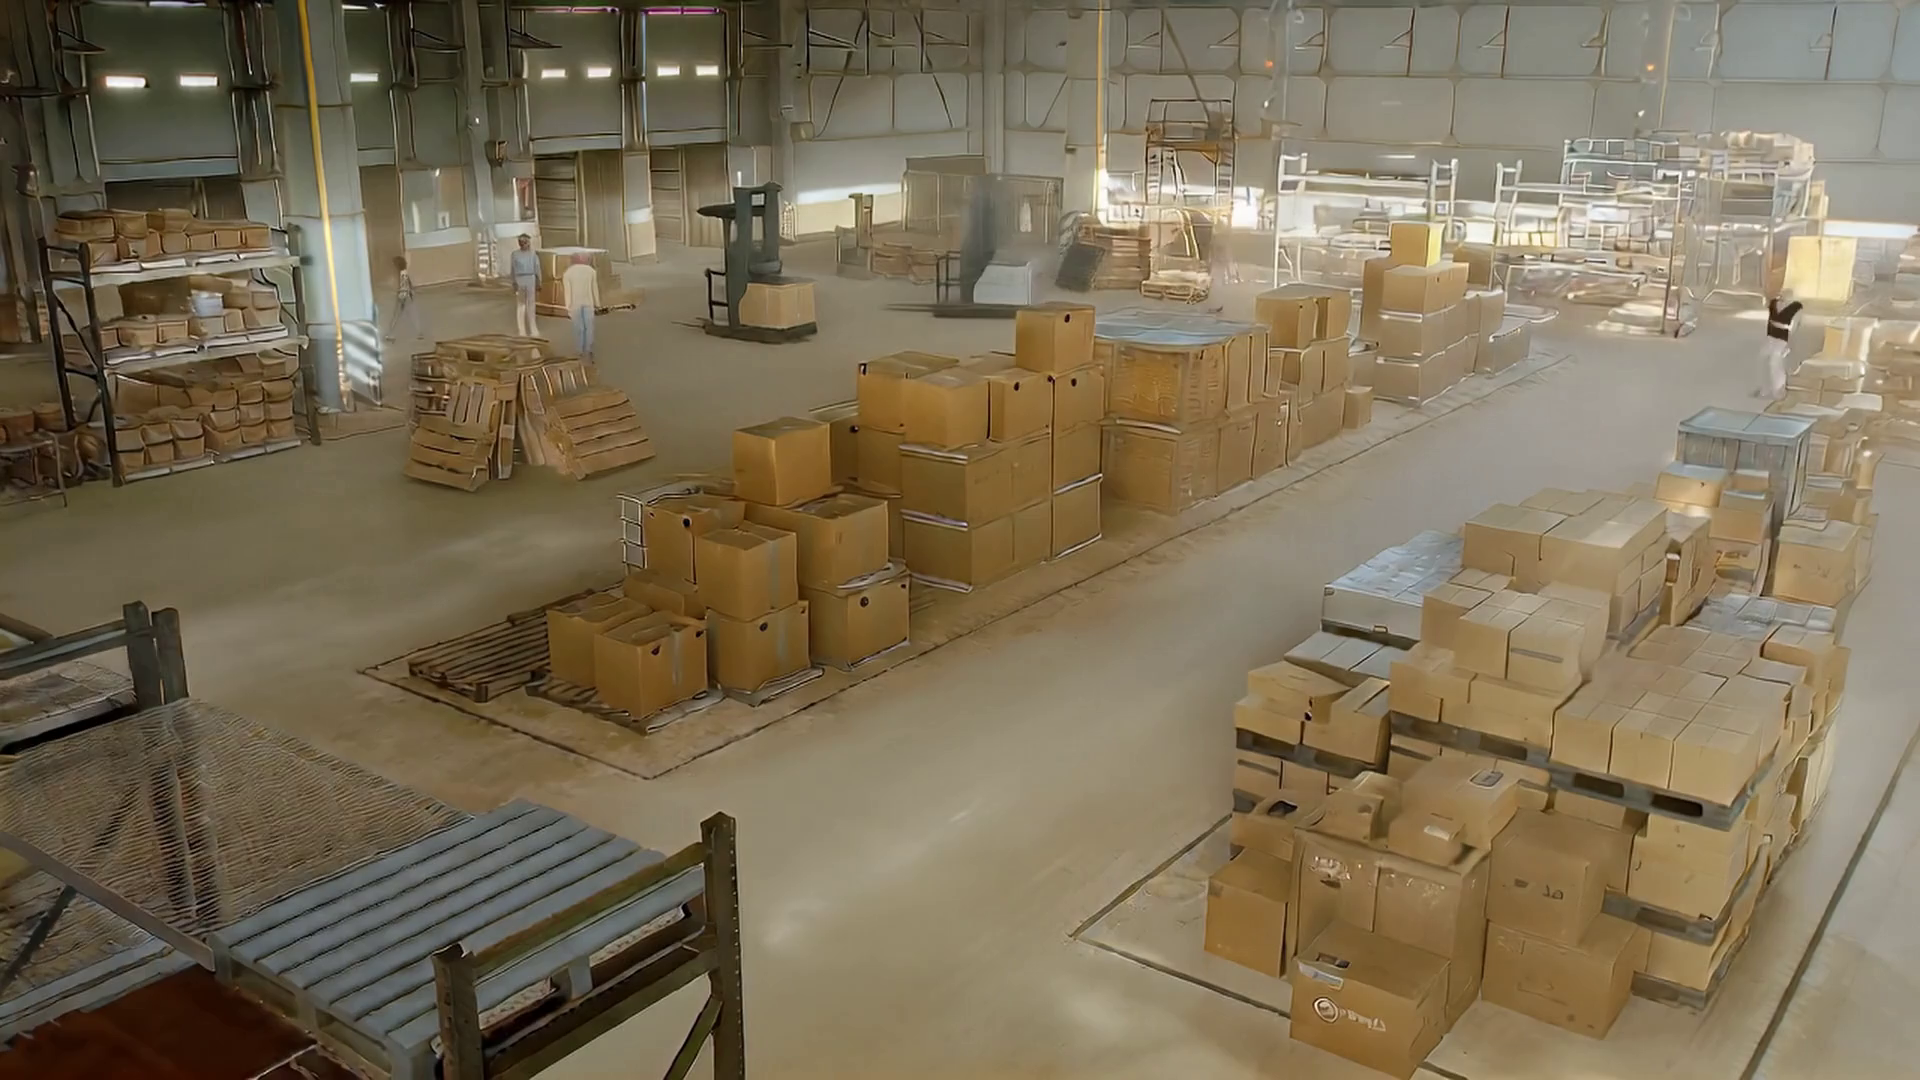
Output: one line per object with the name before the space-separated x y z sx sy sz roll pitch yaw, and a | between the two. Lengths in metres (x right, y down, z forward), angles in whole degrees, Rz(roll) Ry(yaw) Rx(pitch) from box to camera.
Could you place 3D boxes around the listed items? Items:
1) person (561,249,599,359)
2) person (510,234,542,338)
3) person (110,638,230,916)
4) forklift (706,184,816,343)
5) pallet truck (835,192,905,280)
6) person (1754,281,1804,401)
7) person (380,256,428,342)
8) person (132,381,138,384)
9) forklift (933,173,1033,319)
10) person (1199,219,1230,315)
person | -6.597 -4.107 29.024 0.637 1.920 0.827 -6 18 -19
person | -8.126 -4.767 31.179 0.542 1.931 0.366 -13 21 -38
person | -5.125 1.511 10.595 0.810 1.803 0.512 -10 20 -31
forklift | -3.717 -5.181 30.929 1.873 2.768 1.129 12 21 35
pallet truck | -1.936 -7.159 38.982 1.885 1.965 0.823 -12 21 -34
person | 12.567 -3.047 25.558 0.609 1.881 0.603 -9 19 -27
person | -10.265 -4.424 30.601 0.851 1.585 0.538 -11 20 -31
person | -13.023 -3.433 26.947 1.018 1.830 0.579 -11 20 -33
forklift | 0.484 -5.929 33.408 1.873 2.768 1.129 3 17 10
person | 5.103 -5.539 33.759 0.864 1.904 0.661 -9 19 -27
